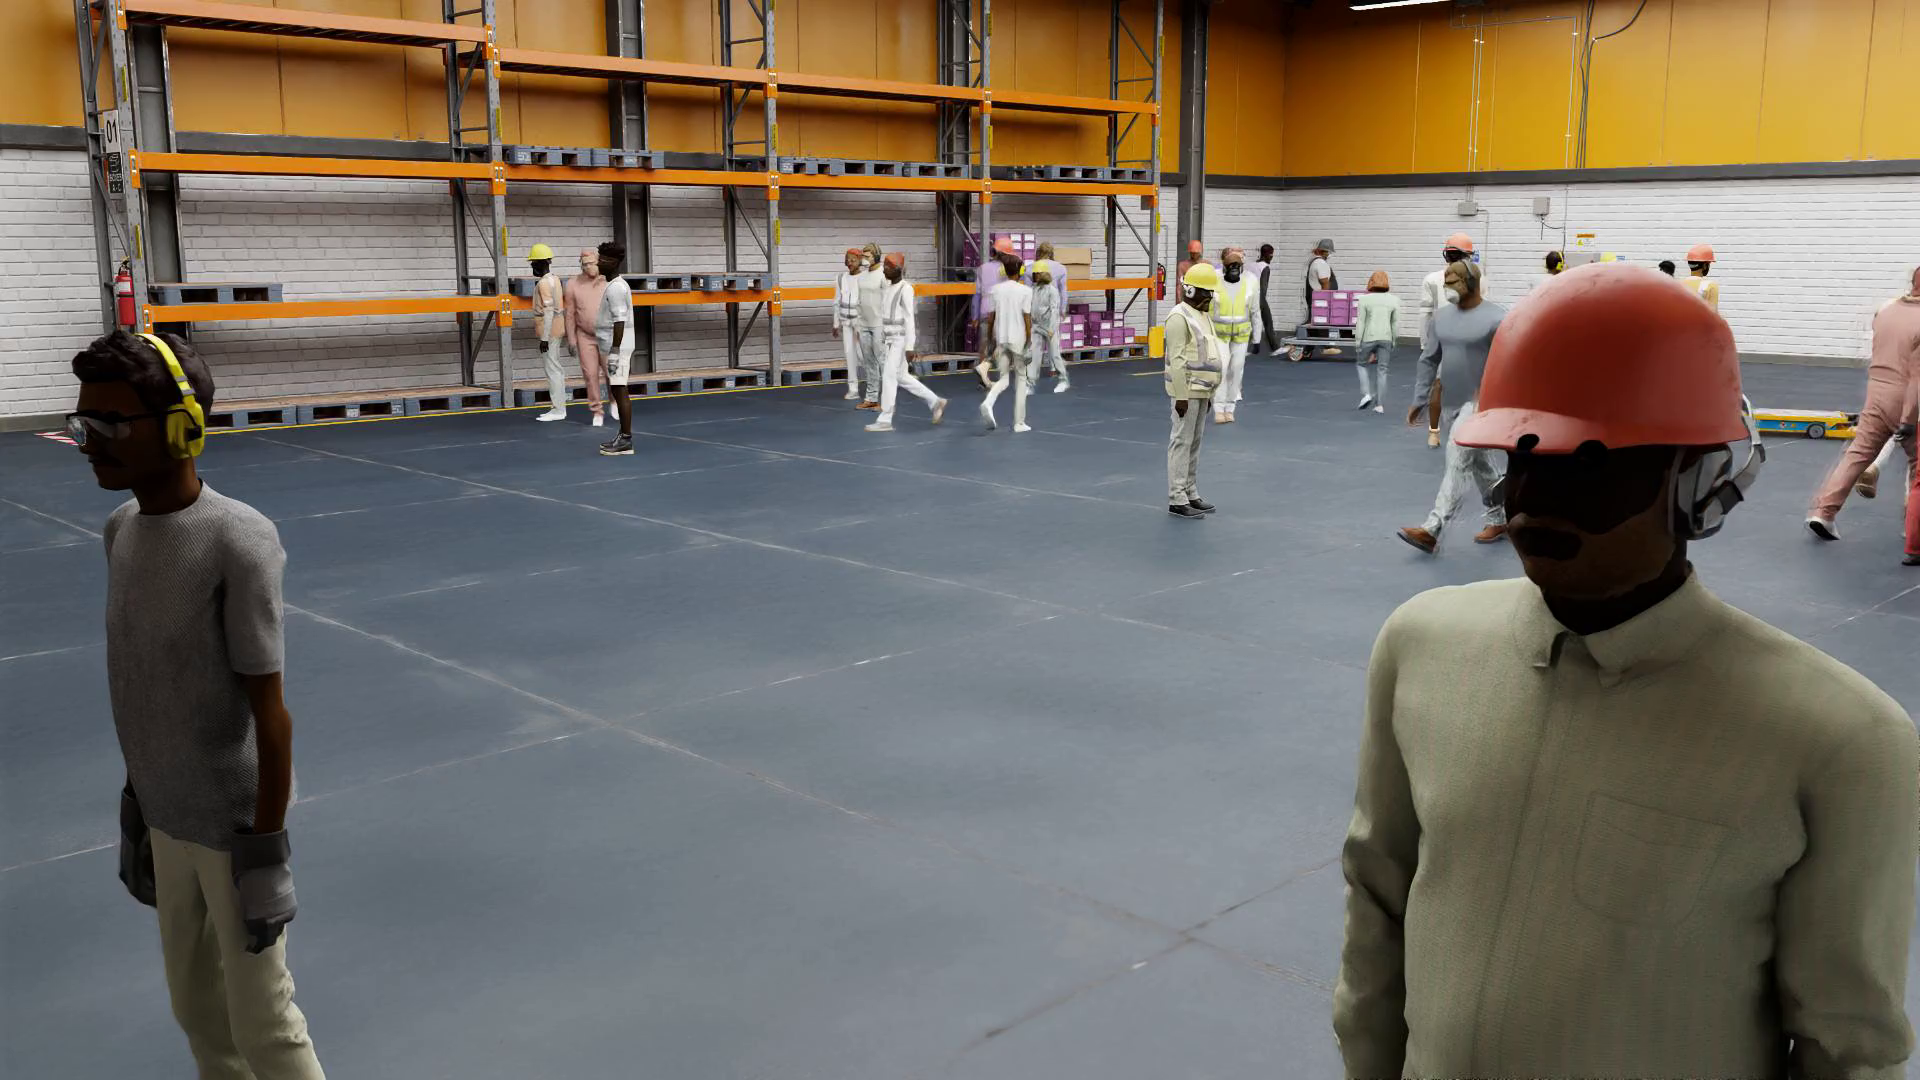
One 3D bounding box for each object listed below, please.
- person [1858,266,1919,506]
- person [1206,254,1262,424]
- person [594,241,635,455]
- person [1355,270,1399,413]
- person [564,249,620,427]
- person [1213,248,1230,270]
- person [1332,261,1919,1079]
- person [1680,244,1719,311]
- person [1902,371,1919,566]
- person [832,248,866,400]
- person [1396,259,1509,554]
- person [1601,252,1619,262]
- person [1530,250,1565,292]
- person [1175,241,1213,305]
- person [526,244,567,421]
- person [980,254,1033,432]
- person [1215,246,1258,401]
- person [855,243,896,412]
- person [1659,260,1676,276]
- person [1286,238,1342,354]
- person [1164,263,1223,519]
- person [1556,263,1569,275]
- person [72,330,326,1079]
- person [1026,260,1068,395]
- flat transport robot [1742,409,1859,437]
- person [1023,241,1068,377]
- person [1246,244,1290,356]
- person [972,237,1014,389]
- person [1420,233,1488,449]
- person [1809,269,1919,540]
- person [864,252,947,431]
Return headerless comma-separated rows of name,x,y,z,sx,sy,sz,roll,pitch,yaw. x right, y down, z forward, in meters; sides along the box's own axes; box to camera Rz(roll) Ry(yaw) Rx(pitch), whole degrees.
person,7.076,-1.145,12.384,0.542,1.824,0.642,-6,12,-31
person,2.911,-2.139,17.810,0.661,1.815,0.783,0,10,-1
person,-3.197,-1.774,15.417,0.361,1.965,0.613,-2,11,-9
person,4.760,-2.263,19.031,0.502,1.625,0.381,0,10,-1
person,-3.864,-2.146,17.690,0.653,1.885,0.453,-2,11,-12
person,4.421,-3.878,27.308,0.890,1.803,0.581,-10,14,-42
person,0.655,0.709,1.802,0.393,1.995,0.612,-9,14,-41
person,7.257,-1.949,16.451,0.354,1.939,0.545,-6,12,-30
person,5.948,-0.680,9.993,0.303,1.772,0.526,-1,10,-3
person,-1.281,-2.666,20.573,0.591,1.867,0.460,5,12,26
person,3.244,-0.856,10.707,1.095,1.871,0.629,-6,12,-30
person,9.496,-3.294,24.244,0.595,1.783,0.924,-2,11,-11
person,6.906,-2.496,19.671,0.723,1.850,0.555,-9,14,-40
person,3.936,-4.036,27.885,0.644,1.925,0.959,1,10,6
person,-4.514,-2.256,18.157,0.383,1.924,0.594,-1,10,-5
person,0.469,-1.996,17.001,0.507,1.848,0.680,6,12,31
person,3.345,-2.677,20.549,0.658,1.888,0.663,0,10,-2
person,-0.979,-2.442,19.159,0.365,1.932,0.629,-9,14,-39
person,10.375,-3.234,24.211,0.373,1.657,0.657,-2,11,-10
person,5.992,-4.138,28.110,0.933,2.000,0.686,1,10,6
person,1.685,-1.073,11.990,0.403,1.822,0.589,5,12,25
person,8.746,-3.212,24.225,0.509,1.621,0.389,-3,11,-18
person,-1.407,0.545,3.096,0.510,1.855,0.323,7,13,34
person,1.098,-2.714,21.261,0.498,1.703,0.871,9,14,40
flat transport robot,8.369,-1.208,16.962,1.431,0.197,0.652,5,11,25
person,1.217,-3.284,23.730,0.636,1.938,0.359,0,10,-3
person,5.100,-4.010,27.894,0.993,1.857,0.615,-4,11,-22
person,0.378,-2.943,21.700,0.659,2.001,0.642,10,14,44
person,4.671,-1.872,15.753,0.613,2.039,0.393,5,12,27
person,6.136,-0.884,10.906,1.018,1.850,0.645,-2,11,-12
person,-0.559,-2.056,17.280,0.854,1.857,0.581,-3,11,-18
